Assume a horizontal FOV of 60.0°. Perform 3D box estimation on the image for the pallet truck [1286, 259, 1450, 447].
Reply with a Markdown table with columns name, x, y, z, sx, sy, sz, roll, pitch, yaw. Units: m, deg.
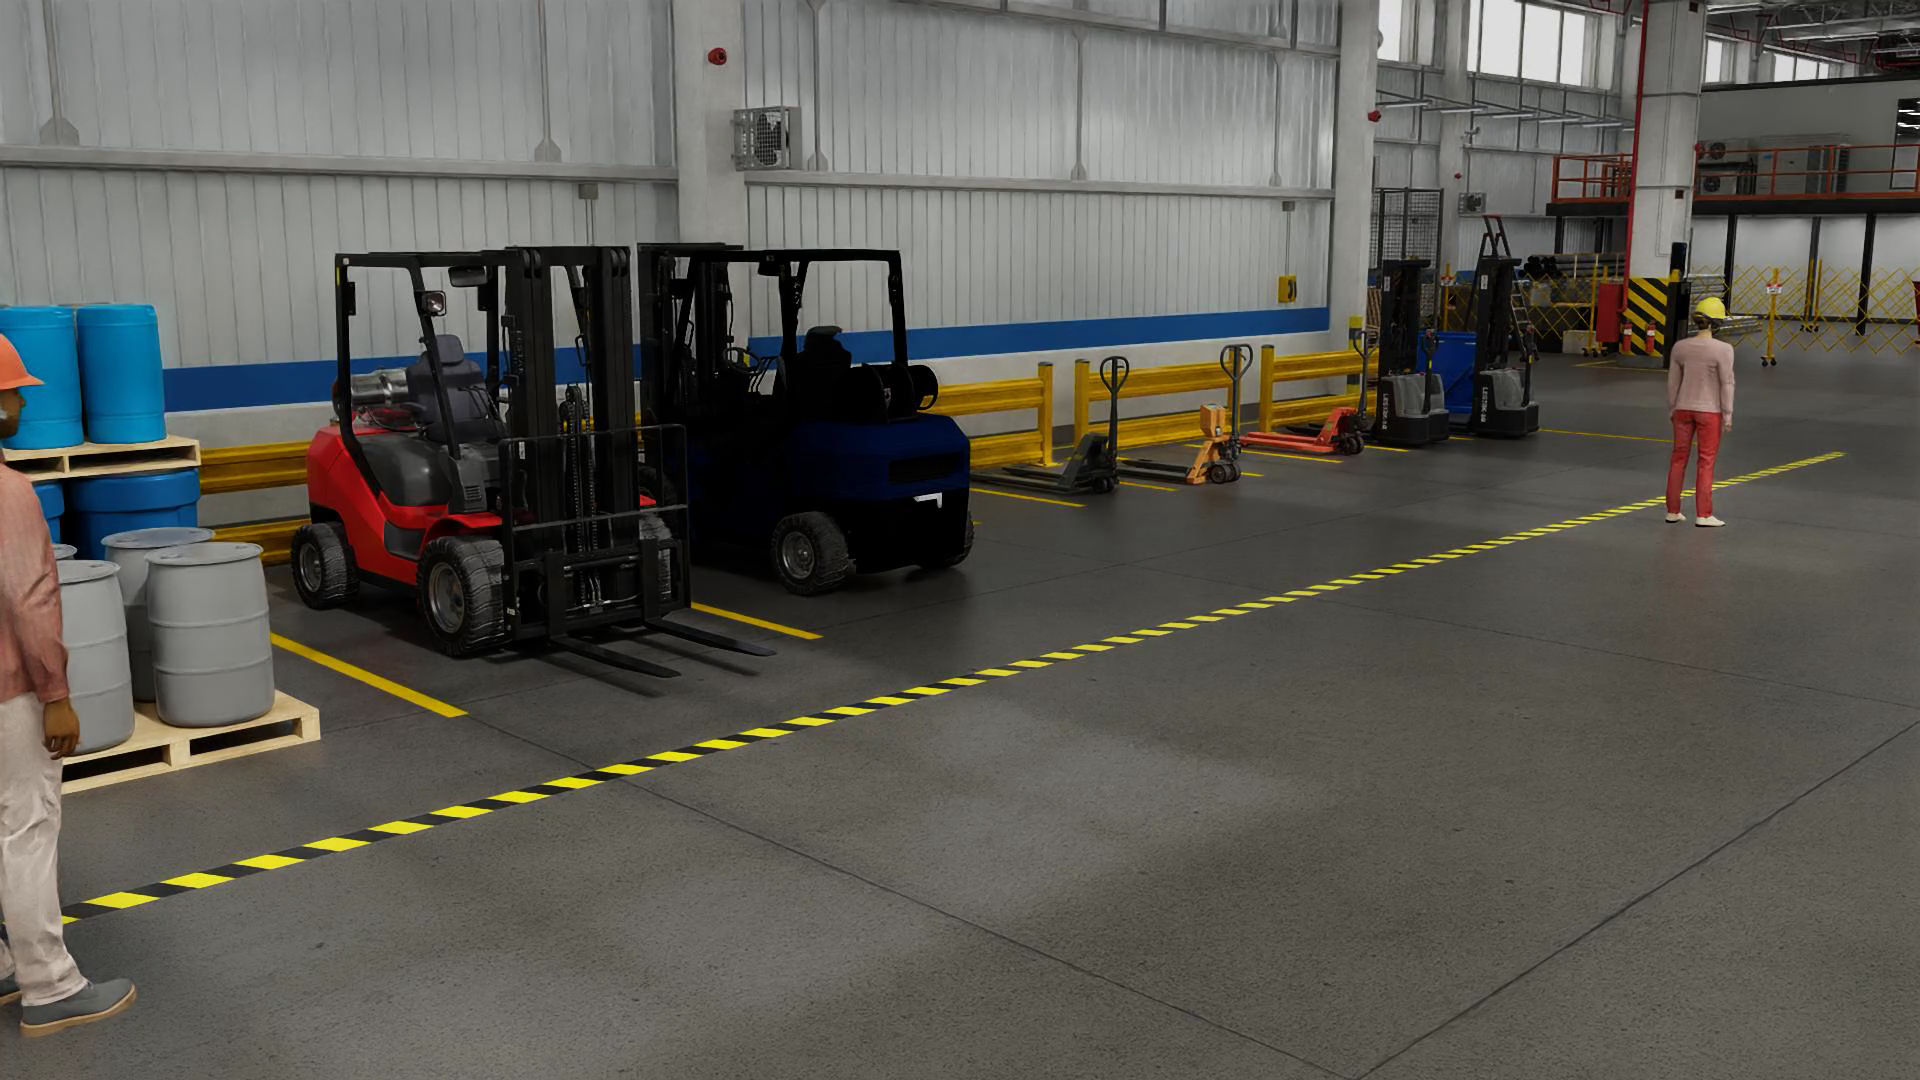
| name | x | y | z | sx | sy | sz | roll | pitch | yaw |
| --- | --- | --- | --- | --- | --- | --- | --- | --- | --- |
| pallet truck | 4.493 | -2.078 | 18.196 | 0.823 | 1.965 | 1.885 | -9 | 14 | -40 |

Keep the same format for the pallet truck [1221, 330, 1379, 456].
| name | x | y | z | sx | sy | sz | roll | pitch | yaw |
| --- | --- | --- | --- | --- | --- | --- | --- | --- | --- |
| pallet truck | 3.563 | -1.581 | 17.381 | 0.653 | 1.274 | 1.630 | -10 | 14 | -44 |

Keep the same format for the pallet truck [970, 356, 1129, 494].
| name | x | y | z | sx | sy | sz | roll | pitch | yaw |
| --- | --- | --- | --- | --- | --- | --- | --- | --- | --- |
| pallet truck | 0.784 | -1.085 | 14.876 | 0.680 | 1.201 | 1.601 | -10 | 14 | -44 |

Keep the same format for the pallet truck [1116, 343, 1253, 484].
| name | x | y | z | sx | sy | sz | roll | pitch | yaw |
| --- | --- | --- | --- | --- | --- | --- | --- | --- | --- |
| pallet truck | 1.962 | -1.215 | 15.415 | 1.522 | 1.261 | 0.704 | 10 | 14 | 43 |

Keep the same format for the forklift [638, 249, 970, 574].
| name | x | y | z | sx | sy | sz | roll | pitch | yaw |
| --- | --- | --- | --- | --- | --- | --- | --- | --- | --- |
| forklift | -1.173 | -0.958 | 11.239 | 2.680 | 1.987 | 1.157 | 10 | 14 | 43 |

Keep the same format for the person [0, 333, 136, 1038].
| name | x | y | z | sx | sy | sz | roll | pitch | yaw |
| --- | --- | --- | --- | --- | --- | --- | --- | --- | --- |
| person | -2.700 | 0.400 | 4.683 | 0.611 | 1.996 | 0.378 | 6 | 12 | 29 |

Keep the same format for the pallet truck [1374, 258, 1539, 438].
| name | x | y | z | sx | sy | sz | roll | pitch | yaw |
| --- | --- | --- | --- | --- | --- | --- | --- | --- | --- |
| pallet truck | 5.704 | -2.208 | 18.901 | 1.885 | 1.965 | 0.823 | 10 | 14 | 43 |

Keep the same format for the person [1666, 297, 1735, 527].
| name | x | y | z | sx | sy | sz | roll | pitch | yaw |
| --- | --- | --- | --- | --- | --- | --- | --- | --- | --- |
| person | 5.734 | -0.985 | 12.867 | 0.325 | 1.767 | 0.533 | -7 | 13 | -34 |

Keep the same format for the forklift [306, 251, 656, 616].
| name | x | y | z | sx | sy | sz | roll | pitch | yaw |
| --- | --- | --- | --- | --- | --- | --- | --- | --- | --- |
| forklift | -2.833 | -0.669 | 9.694 | 1.157 | 1.987 | 2.680 | -10 | 14 | -44 |
